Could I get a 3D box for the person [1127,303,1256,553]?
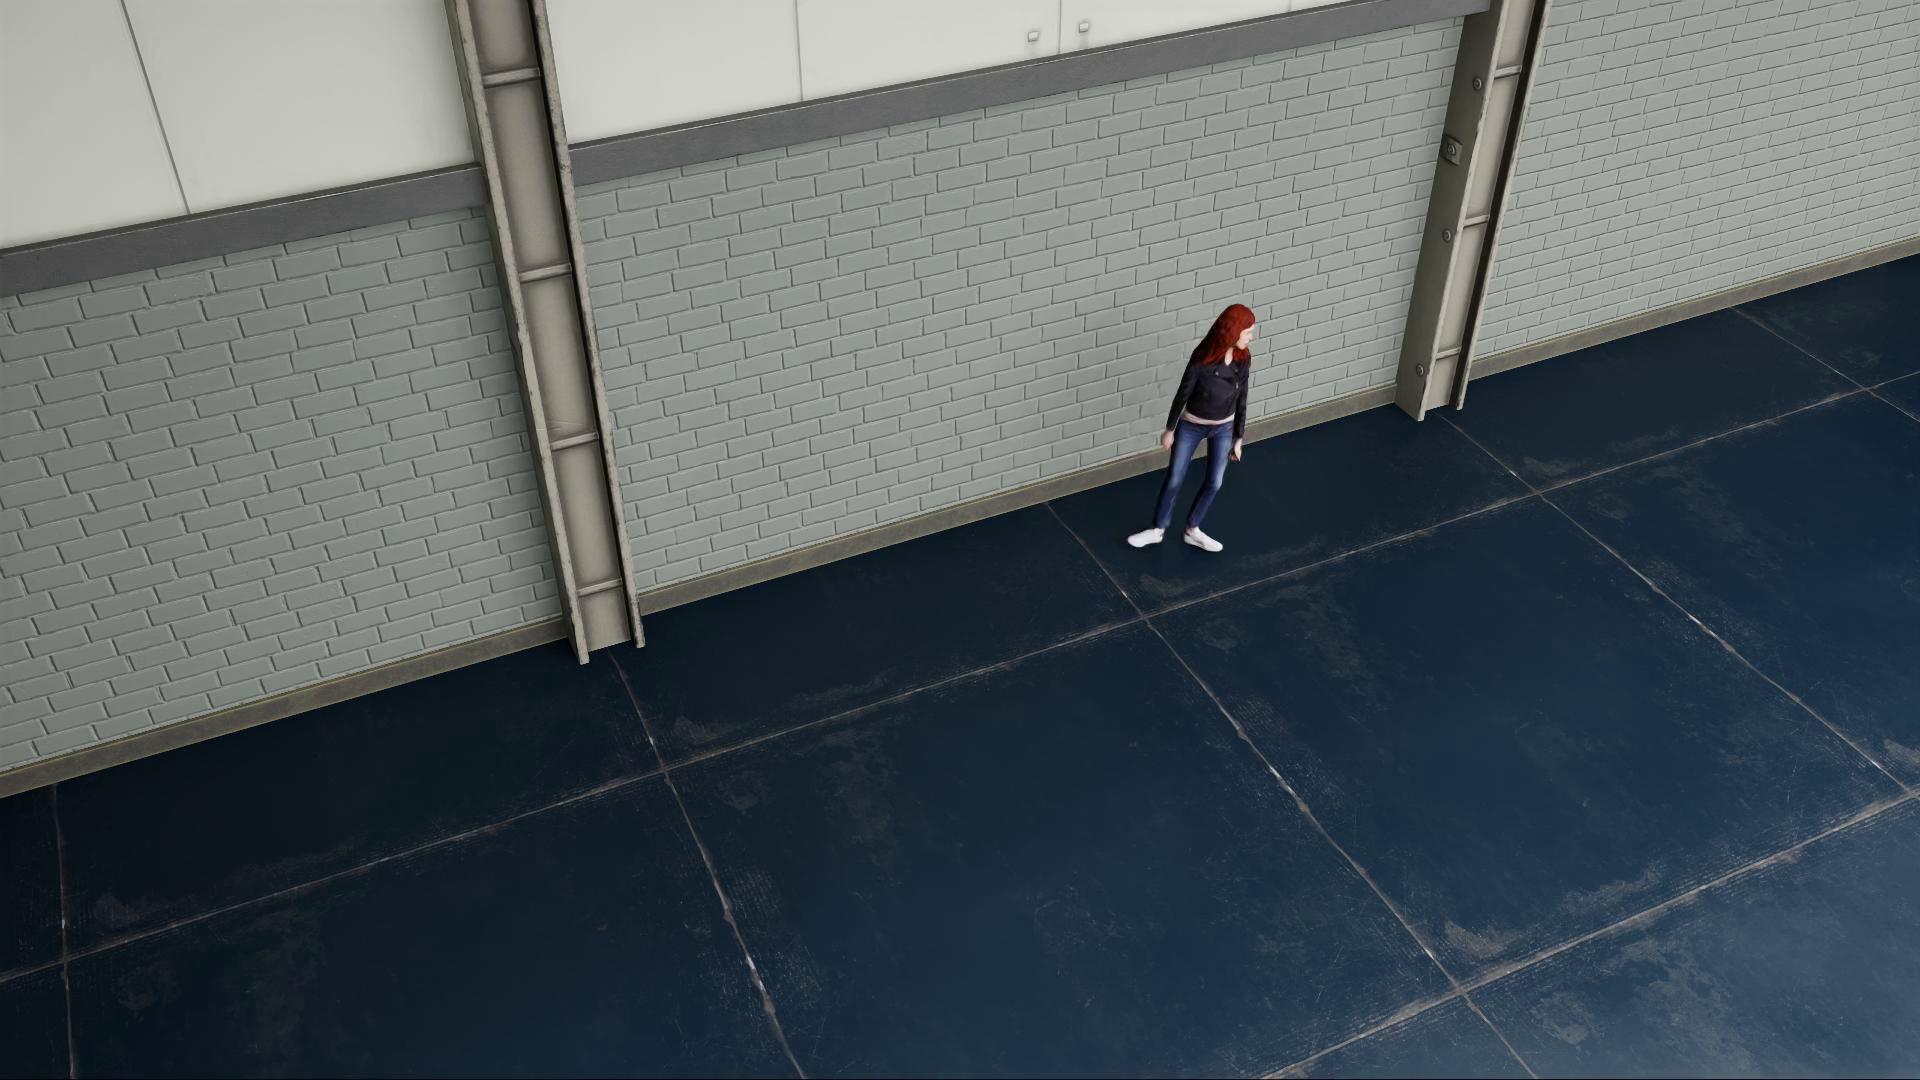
[{"bbox_3d":[1.410,-0.642,10.017,0.607,1.759,0.908,-1,38,-1],"label":"person"}]
